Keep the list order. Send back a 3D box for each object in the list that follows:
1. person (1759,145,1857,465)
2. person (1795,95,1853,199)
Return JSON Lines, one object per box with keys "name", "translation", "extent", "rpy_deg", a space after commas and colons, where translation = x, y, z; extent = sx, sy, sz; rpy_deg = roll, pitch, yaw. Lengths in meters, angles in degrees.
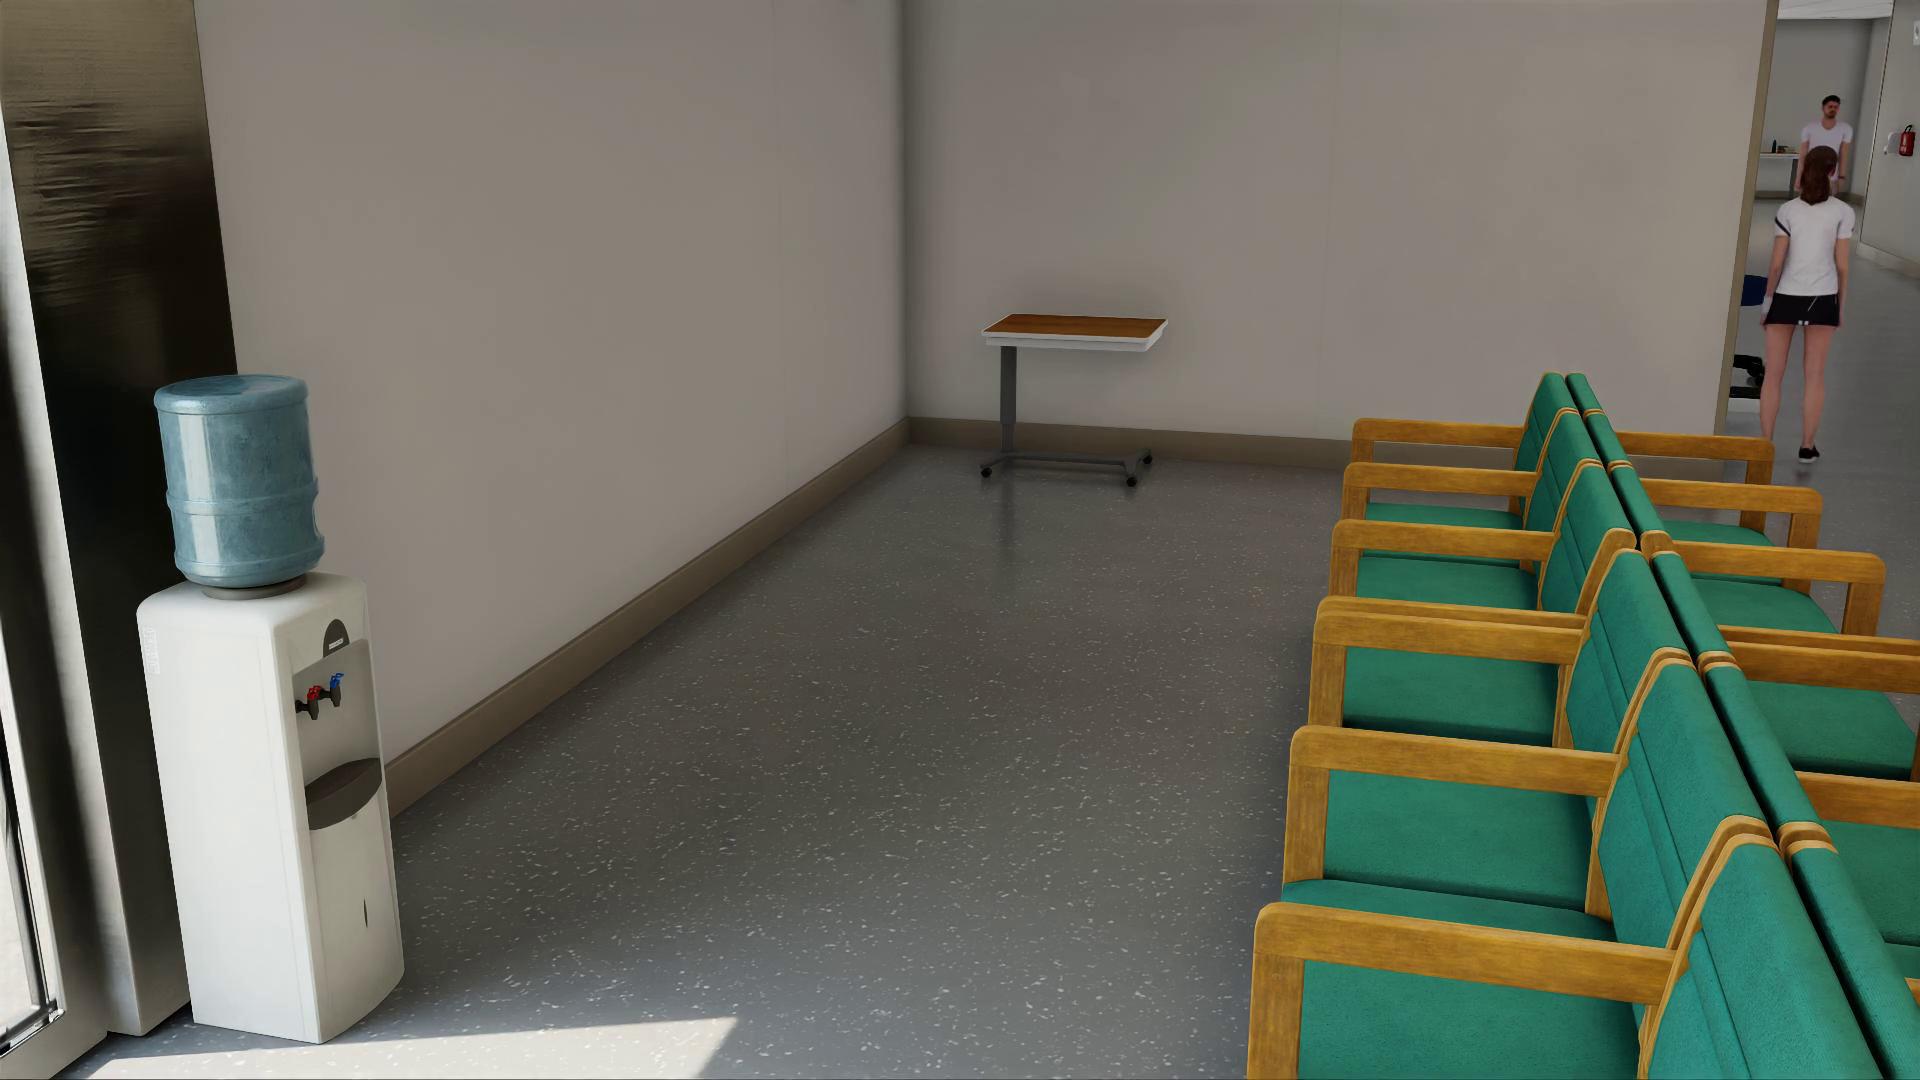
{"name": "person", "translation": [4.705, -1.305, 9.294], "extent": [0.492, 1.750, 0.651], "rpy_deg": [6, 17, 20]}
{"name": "person", "translation": [9.876, -4.141, 19.120], "extent": [0.837, 1.876, 0.819], "rpy_deg": [7, 17, 24]}
